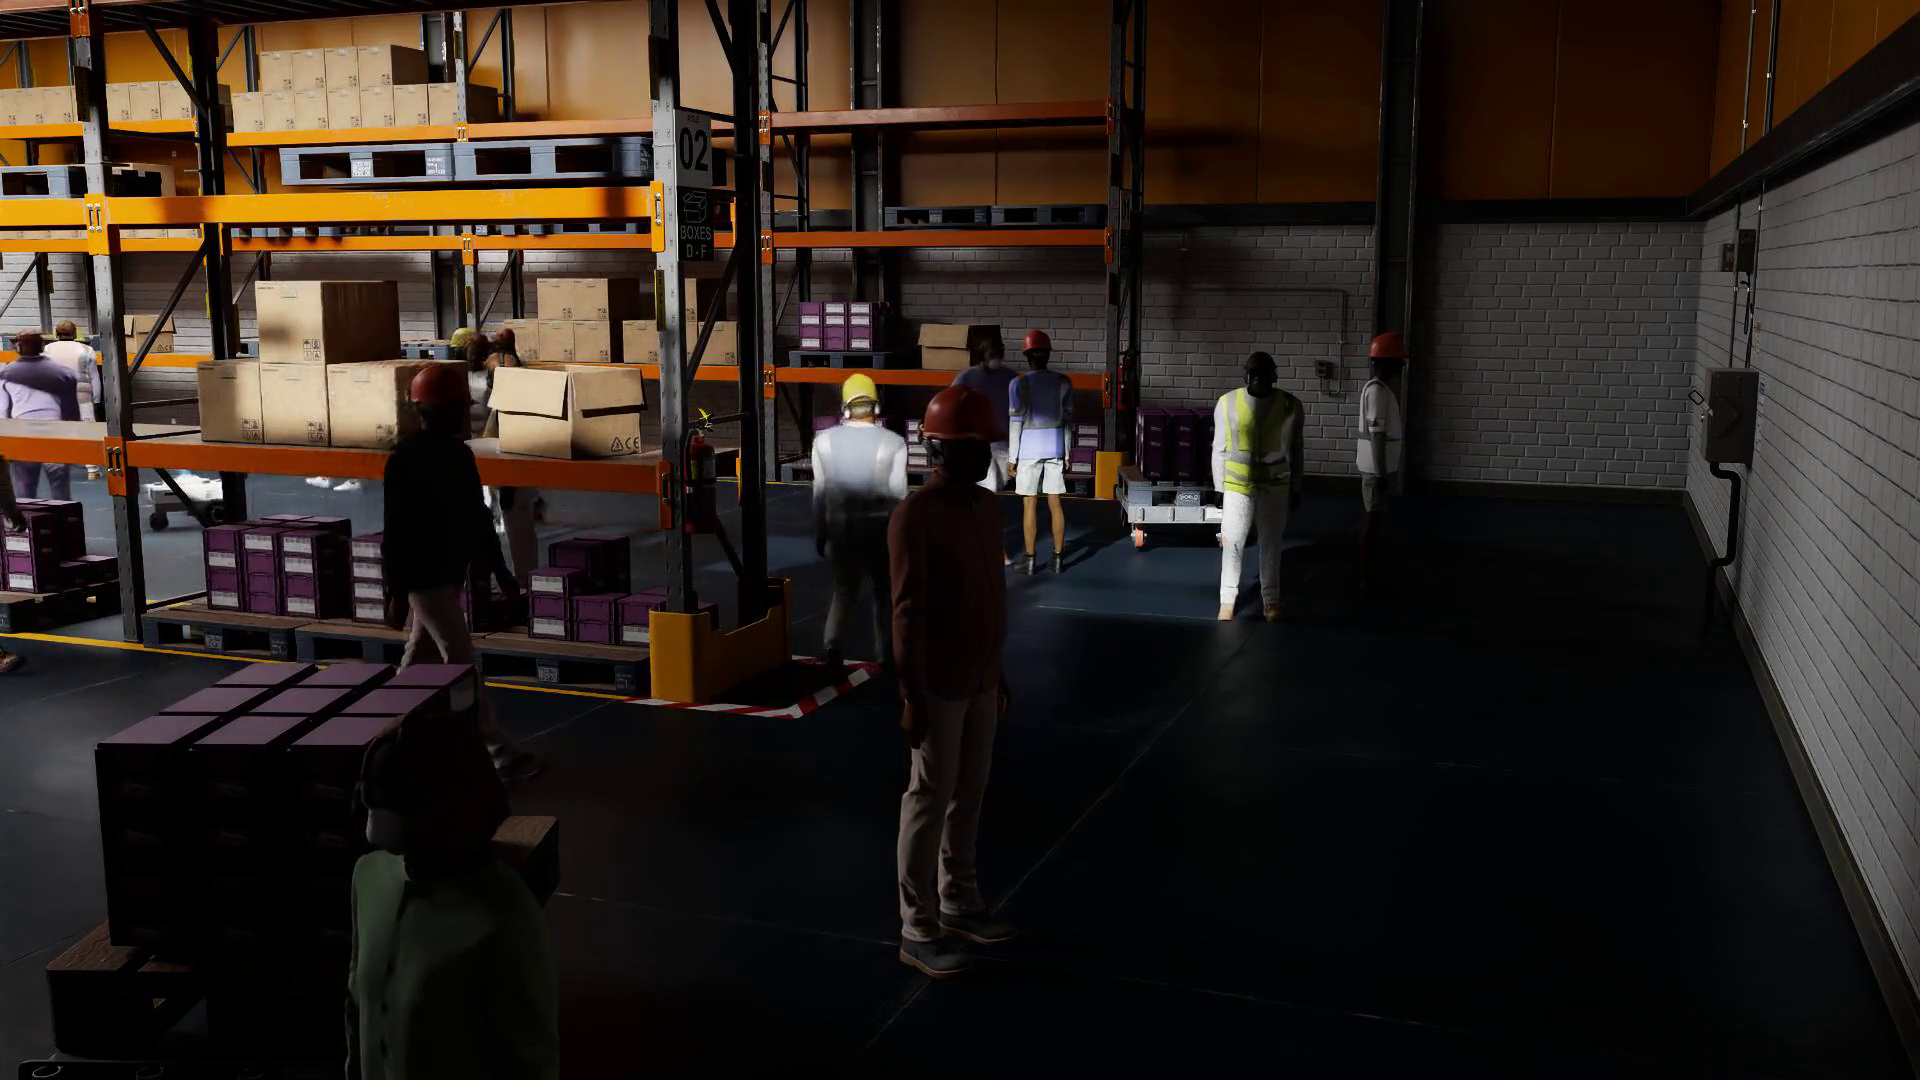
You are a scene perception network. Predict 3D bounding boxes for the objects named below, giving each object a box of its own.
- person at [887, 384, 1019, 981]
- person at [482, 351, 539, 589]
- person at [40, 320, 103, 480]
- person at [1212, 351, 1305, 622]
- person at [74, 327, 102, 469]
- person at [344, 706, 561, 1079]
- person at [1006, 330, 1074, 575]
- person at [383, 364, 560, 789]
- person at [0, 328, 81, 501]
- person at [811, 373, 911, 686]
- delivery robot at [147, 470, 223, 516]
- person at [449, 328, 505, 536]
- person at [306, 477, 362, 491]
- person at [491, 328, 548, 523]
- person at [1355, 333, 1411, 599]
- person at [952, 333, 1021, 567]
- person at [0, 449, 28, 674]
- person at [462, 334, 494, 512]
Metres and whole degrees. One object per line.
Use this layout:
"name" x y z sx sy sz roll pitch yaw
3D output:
"person" -0.008 0.467 5.666 0.386 1.992 0.625 5 11 31
"person" -3.118 -0.392 11.574 0.429 1.837 0.621 -2 9 -11
"person" -10.222 -1.601 19.135 0.625 1.843 0.430 -3 10 -19
"person" 2.026 -0.358 11.328 0.624 1.844 0.430 1 9 6
"person" -10.786 -1.712 20.164 0.613 1.746 0.523 4 10 24
"person" -0.897 1.086 2.901 0.501 1.636 0.280 6 11 34
"person" 0.618 -0.685 13.116 0.543 1.928 0.372 -3 10 -20
"person" -2.305 0.171 7.653 0.999 1.940 0.629 1 9 8
"person" -7.988 -0.882 14.429 0.677 1.906 0.402 -7 11 -36
"person" -0.574 -0.054 9.571 0.616 1.798 0.731 2 9 11
"delivery robot" -7.189 -0.430 15.515 0.707 0.478 0.477 -5 10 -27
"person" -4.381 -0.973 15.077 0.958 1.889 0.600 6 11 32
"person" -6.911 -1.442 18.110 0.751 1.844 0.563 1 9 4
"person" -4.152 -1.047 15.587 0.436 1.864 0.687 0 9 -1
"person" 3.088 -0.543 12.188 0.360 1.939 0.543 2 9 11
"person" 0.218 -0.764 13.723 0.672 1.904 0.956 -4 10 -22
"person" -6.000 -0.152 9.912 1.029 1.891 0.645 3 10 20
"person" -4.152 -0.848 14.368 0.631 1.861 0.455 2 9 10
